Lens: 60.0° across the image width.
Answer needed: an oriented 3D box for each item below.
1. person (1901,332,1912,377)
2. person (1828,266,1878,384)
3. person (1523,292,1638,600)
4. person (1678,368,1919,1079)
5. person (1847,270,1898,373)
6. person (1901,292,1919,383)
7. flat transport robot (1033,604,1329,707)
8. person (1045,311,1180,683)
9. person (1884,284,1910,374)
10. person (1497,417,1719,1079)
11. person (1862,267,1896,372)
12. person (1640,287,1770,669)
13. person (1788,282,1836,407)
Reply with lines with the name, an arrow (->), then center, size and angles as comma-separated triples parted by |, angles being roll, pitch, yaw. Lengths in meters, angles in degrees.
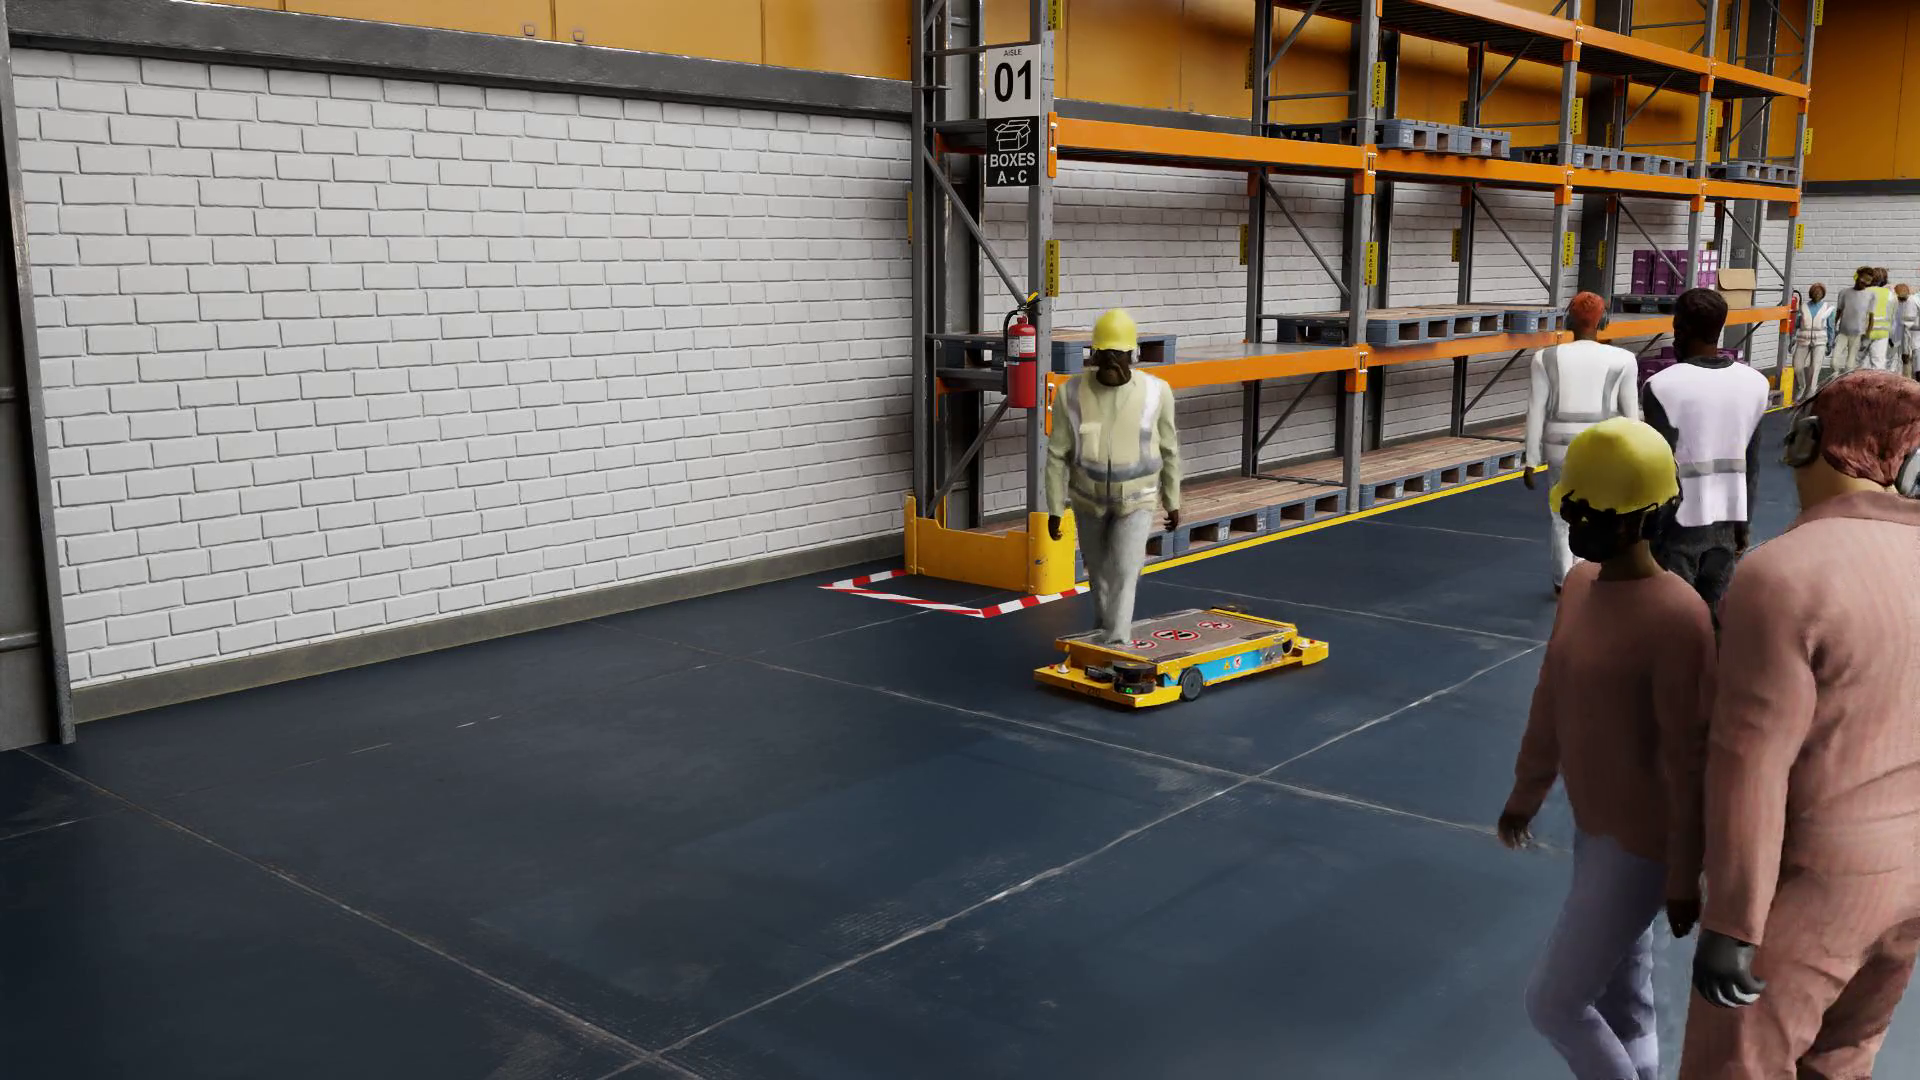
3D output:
person -> 11.810, -2.292, 20.403 | 0.495, 1.588, 0.870 | 0, 10, 1
person -> 11.677, -2.665, 21.811 | 0.436, 1.843, 0.553 | -10, 14, -44
person -> 3.525, -0.483, 9.445 | 0.592, 1.832, 0.973 | 4, 11, 22
person -> 1.543, 0.625, 3.041 | 0.775, 1.862, 0.421 | -6, 11, -30
person -> 12.157, -2.710, 22.248 | 0.615, 1.791, 0.941 | 3, 10, 15
person -> 10.982, -2.165, 18.781 | 0.548, 1.917, 0.602 | 1, 10, 4
flat transport robot -> 1.092, 0.538, 8.053 | 1.431, 0.197, 0.652 | -9, 13, -41
person -> 0.718, -0.187, 7.882 | 0.619, 1.772, 0.951 | 2, 10, 12
person -> 12.835, -2.702, 22.760 | 0.508, 1.588, 0.833 | 5, 11, 25
person -> 1.337, 0.606, 3.449 | 0.384, 1.739, 0.560 | 0, 10, 2
person -> 12.559, -2.847, 22.973 | 0.963, 1.795, 0.634 | 2, 10, 12
person -> 3.010, -0.065, 6.805 | 0.597, 1.914, 0.372 | -4, 11, -20
person -> 11.216, -2.575, 21.897 | 0.540, 1.621, 0.514 | 6, 12, 30
